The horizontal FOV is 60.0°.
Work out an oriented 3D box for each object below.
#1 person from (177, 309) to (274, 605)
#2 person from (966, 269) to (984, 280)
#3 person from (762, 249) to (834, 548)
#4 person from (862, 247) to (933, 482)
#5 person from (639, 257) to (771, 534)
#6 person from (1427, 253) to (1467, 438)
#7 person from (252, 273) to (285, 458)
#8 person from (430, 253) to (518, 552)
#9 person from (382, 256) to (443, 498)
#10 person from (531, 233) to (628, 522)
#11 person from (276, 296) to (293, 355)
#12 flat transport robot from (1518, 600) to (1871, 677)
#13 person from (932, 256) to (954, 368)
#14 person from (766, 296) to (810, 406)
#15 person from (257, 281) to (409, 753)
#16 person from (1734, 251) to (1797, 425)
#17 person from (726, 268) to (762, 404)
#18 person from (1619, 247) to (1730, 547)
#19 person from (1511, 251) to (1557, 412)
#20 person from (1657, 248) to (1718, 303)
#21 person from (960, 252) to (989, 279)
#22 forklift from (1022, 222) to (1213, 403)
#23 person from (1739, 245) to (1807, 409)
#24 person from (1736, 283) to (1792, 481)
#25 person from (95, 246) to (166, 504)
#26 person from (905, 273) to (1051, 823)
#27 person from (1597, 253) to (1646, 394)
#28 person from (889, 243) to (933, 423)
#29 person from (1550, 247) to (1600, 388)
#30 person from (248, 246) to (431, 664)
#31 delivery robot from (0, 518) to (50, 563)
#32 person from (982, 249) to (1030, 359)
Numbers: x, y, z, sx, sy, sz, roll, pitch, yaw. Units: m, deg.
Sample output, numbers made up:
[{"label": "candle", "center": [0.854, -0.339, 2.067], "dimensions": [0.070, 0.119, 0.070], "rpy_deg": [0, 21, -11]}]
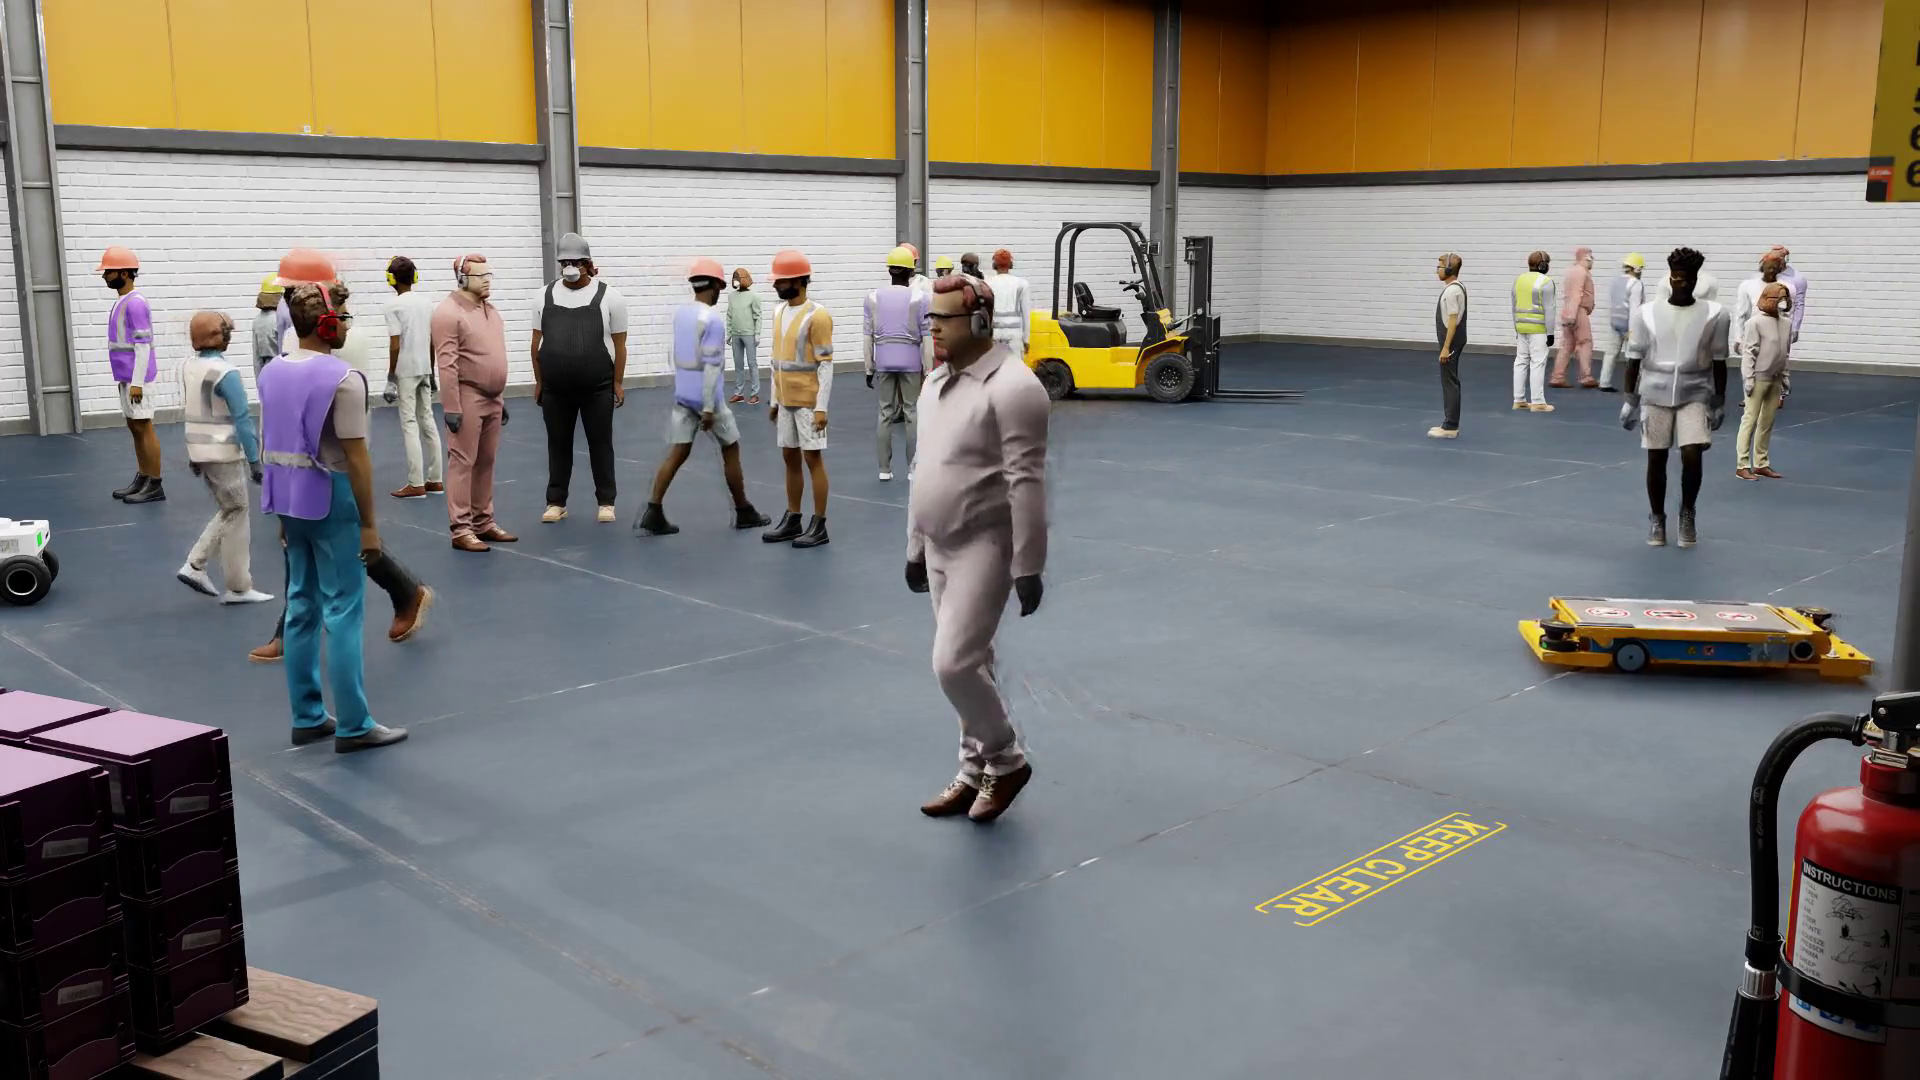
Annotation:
[{"label": "person", "center": [-4.021, -0.438, 9.041], "dimensions": [0.385, 1.625, 0.526], "rpy_deg": [-10, 14, -42]}, {"label": "person", "center": [-0.002, -1.976, 17.332], "dimensions": [0.558, 1.669, 0.657], "rpy_deg": [9, 14, 41]}, {"label": "person", "center": [-1.060, -0.913, 10.818], "dimensions": [0.376, 1.933, 0.544], "rpy_deg": [-10, 14, -42]}, {"label": "person", "center": [-0.499, -1.434, 13.674], "dimensions": [0.591, 1.926, 0.386], "rpy_deg": [3, 11, 14]}, {"label": "person", "center": [-1.787, -0.973, 11.302], "dimensions": [0.544, 1.882, 0.943], "rpy_deg": [10, 14, 43]}, {"label": "person", "center": [4.897, -1.940, 16.655], "dimensions": [0.325, 1.843, 0.517], "rpy_deg": [4, 11, 22]}, {"label": "person", "center": [-5.122, -1.139, 12.568], "dimensions": [0.492, 1.742, 0.319], "rpy_deg": [8, 13, 36]}, {"label": "person", "center": [-3.120, -0.892, 10.775], "dimensions": [0.399, 1.909, 0.642], "rpy_deg": [3, 11, 16]}, {"label": "person", "center": [-4.253, -1.252, 12.856], "dimensions": [0.327, 1.865, 0.514], "rpy_deg": [5, 11, 25]}, {"label": "person", "center": [-2.690, -1.130, 11.707], "dimensions": [0.676, 2.000, 0.536], "rpy_deg": [0, 10, -1]}, {"label": "person", "center": [-4.334, -0.964, 11.084], "dimensions": [0.372, 1.940, 0.631], "rpy_deg": [-4, 11, -23]}, {"label": "flat transport robot", "center": [3.463, 0.448, 7.930], "dimensions": [1.431, 0.197, 0.652], "rpy_deg": [2, 10, 9]}, {"label": "person", "center": [-0.194, -2.680, 20.911], "dimensions": [0.525, 1.769, 0.315], "rpy_deg": [8, 13, 39]}, {"label": "person", "center": [-1.960, -2.327, 19.484], "dimensions": [0.515, 1.579, 0.879], "rpy_deg": [5, 12, 26]}, {"label": "person", "center": [-2.510, -0.083, 6.527], "dimensions": [0.565, 1.845, 0.387], "rpy_deg": [6, 12, 32]}, {"label": "person", "center": [8.692, -2.192, 18.002], "dimensions": [0.577, 1.859, 0.783], "rpy_deg": [5, 12, 26]}, {"label": "person", "center": [-2.610, -2.455, 20.042], "dimensions": [0.508, 1.632, 0.264], "rpy_deg": [6, 12, 31]}, {"label": "person", "center": [4.602, -0.903, 10.735], "dimensions": [0.619, 1.944, 0.574], "rpy_deg": [5, 11, 25]}, {"label": "person", "center": [6.634, -2.401, 19.182], "dimensions": [0.429, 1.844, 0.626], "rpy_deg": [-5, 11, -23]}, {"label": "person", "center": [8.193, -2.358, 18.837], "dimensions": [0.650, 1.890, 1.033], "rpy_deg": [4, 11, 21]}, {"label": "person", "center": [0.204, -2.629, 20.509], "dimensions": [0.634, 1.823, 0.719], "rpy_deg": [8, 13, 37]}, {"label": "forklift", "center": [1.935, -2.847, 20.651], "dimensions": [2.313, 2.155, 1.214], "rpy_deg": [2, 11, 13]}, {"label": "person", "center": [9.526, -2.497, 19.521], "dimensions": [0.636, 1.911, 0.405], "rpy_deg": [10, 14, 44]}, {"label": "person", "center": [6.706, -1.315, 13.823], "dimensions": [0.498, 1.634, 0.281], "rpy_deg": [-5, 12, -25]}, {"label": "person", "center": [-6.295, -1.247, 12.623], "dimensions": [0.354, 1.938, 0.545], "rpy_deg": [-8, 13, -38]}, {"label": "person", "center": [0.014, 0.044, 5.698], "dimensions": [0.432, 1.891, 0.678], "rpy_deg": [-6, 12, -30]}, {"label": "person", "center": [8.554, -2.733, 21.125], "dimensions": [0.833, 1.788, 0.625], "rpy_deg": [-2, 11, -11]}, {"label": "person", "center": [-0.558, -2.197, 17.812], "dimensions": [0.551, 1.933, 0.373], "rpy_deg": [6, 12, 29]}, {"label": "person", "center": [8.238, -2.937, 22.054], "dimensions": [0.748, 1.857, 0.721], "rpy_deg": [1, 10, 5]}, {"label": "person", "center": [-3.038, -0.415, 7.994], "dimensions": [0.634, 1.972, 0.814], "rpy_deg": [9, 14, 40]}, {"label": "delivery robot", "center": [-5.435, 0.030, 9.179], "dimensions": [0.707, 0.478, 0.477], "rpy_deg": [-4, 11, -23]}, {"label": "person", "center": [0.468, -2.186, 17.899], "dimensions": [0.584, 1.881, 0.338], "rpy_deg": [-2, 11, -9]}]
